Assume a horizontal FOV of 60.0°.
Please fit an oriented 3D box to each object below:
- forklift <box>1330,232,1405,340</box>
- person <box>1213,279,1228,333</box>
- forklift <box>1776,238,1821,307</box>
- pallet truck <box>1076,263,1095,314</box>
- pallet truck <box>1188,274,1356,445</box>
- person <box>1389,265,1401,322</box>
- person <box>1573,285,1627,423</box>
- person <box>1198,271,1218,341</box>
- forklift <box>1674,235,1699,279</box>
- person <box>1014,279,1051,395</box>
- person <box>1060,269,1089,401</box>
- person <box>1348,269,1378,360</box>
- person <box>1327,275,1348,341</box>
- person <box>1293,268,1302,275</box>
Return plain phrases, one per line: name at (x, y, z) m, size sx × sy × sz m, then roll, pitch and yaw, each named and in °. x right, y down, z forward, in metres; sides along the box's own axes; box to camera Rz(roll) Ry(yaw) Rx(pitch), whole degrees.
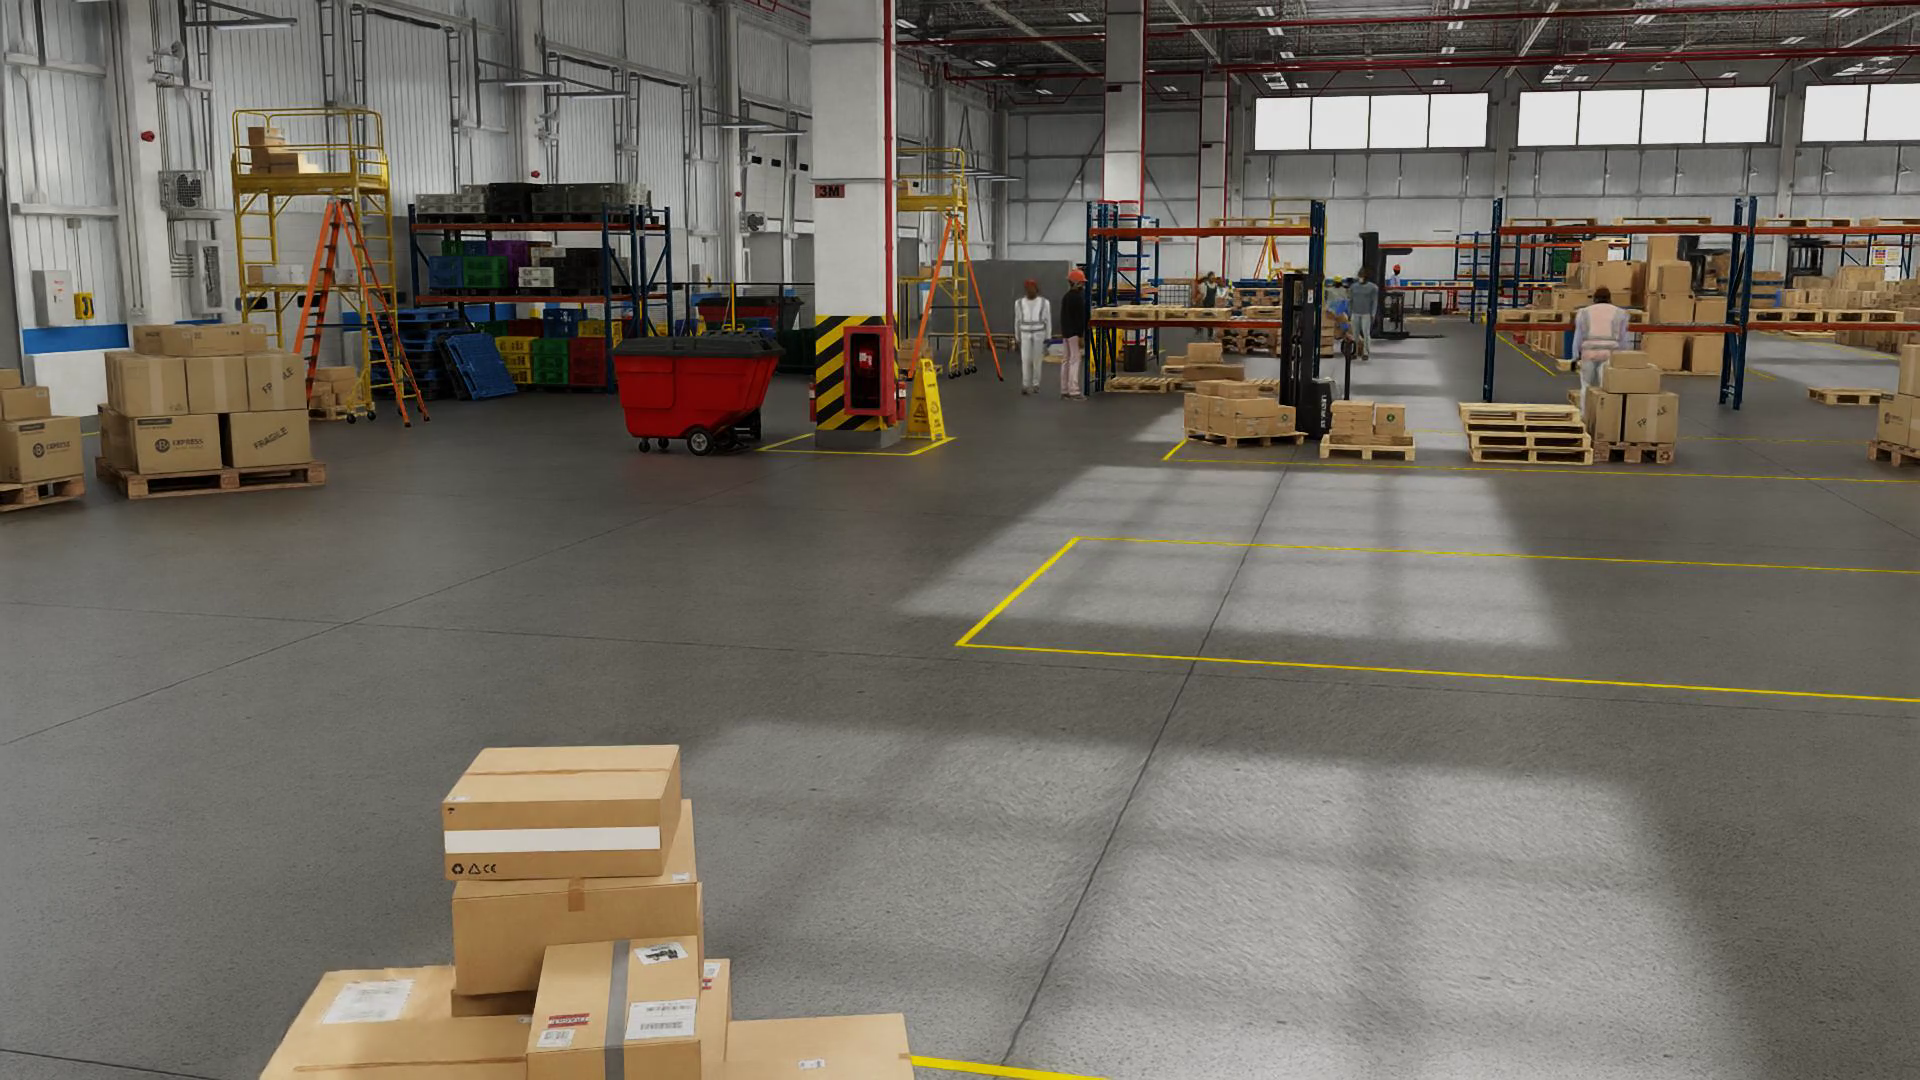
forklift at (10.660, -6.633, 43.457) m, size 1.873 × 2.768 × 1.129 m, roll 1°, pitch 10°, yaw 8°
person at (7.346, -6.650, 47.365) m, size 0.520 × 1.594 × 0.870 m, roll -3°, pitch 10°, yaw -16°
forklift at (28.239, -8.736, 55.839) m, size 1.129 × 2.768 × 1.873 m, roll 2°, pitch 10°, yaw 13°
pallet truck at (4.325, -8.180, 55.162) m, size 0.823 × 1.965 × 1.885 m, roll 6°, pitch 11°, yaw 31°
pallet truck at (3.653, -2.138, 19.590) m, size 1.885 × 1.965 × 0.823 m, roll -4°, pitch 10°, yaw -20°
person at (14.800, -8.374, 56.479) m, size 0.357 × 1.937 × 0.550 m, roll 7°, pitch 12°, yaw 35°
person at (8.210, -2.352, 21.362) m, size 0.636 × 1.842 × 0.430 m, roll 4°, pitch 10°, yaw 21°
person at (6.533, -6.160, 43.761) m, size 0.545 × 1.832 × 0.481 m, roll -5°, pitch 11°, yaw -26°
forklift at (21.261, -7.558, 48.905) m, size 1.129 × 2.768 × 1.873 m, roll -8°, pitch 13°, yaw -40°
person at (1.153, -3.223, 26.472) m, size 0.594 × 1.839 × 0.975 m, roll 1°, pitch 10°, yaw 6°
person at (1.748, -3.126, 25.415) m, size 0.395 × 1.994 × 0.612 m, roll -4°, pitch 10°, yaw -21°
person at (8.536, -4.779, 35.331) m, size 0.627 × 1.933 × 0.371 m, roll 6°, pitch 11°, yaw 33°
person at (9.787, -5.987, 43.087) m, size 0.501 × 1.713 × 0.802 m, roll -1°, pitch 10°, yaw -7°
person at (8.962, -6.260, 44.193) m, size 0.626 × 1.902 × 0.882 m, roll 3°, pitch 10°, yaw 17°
